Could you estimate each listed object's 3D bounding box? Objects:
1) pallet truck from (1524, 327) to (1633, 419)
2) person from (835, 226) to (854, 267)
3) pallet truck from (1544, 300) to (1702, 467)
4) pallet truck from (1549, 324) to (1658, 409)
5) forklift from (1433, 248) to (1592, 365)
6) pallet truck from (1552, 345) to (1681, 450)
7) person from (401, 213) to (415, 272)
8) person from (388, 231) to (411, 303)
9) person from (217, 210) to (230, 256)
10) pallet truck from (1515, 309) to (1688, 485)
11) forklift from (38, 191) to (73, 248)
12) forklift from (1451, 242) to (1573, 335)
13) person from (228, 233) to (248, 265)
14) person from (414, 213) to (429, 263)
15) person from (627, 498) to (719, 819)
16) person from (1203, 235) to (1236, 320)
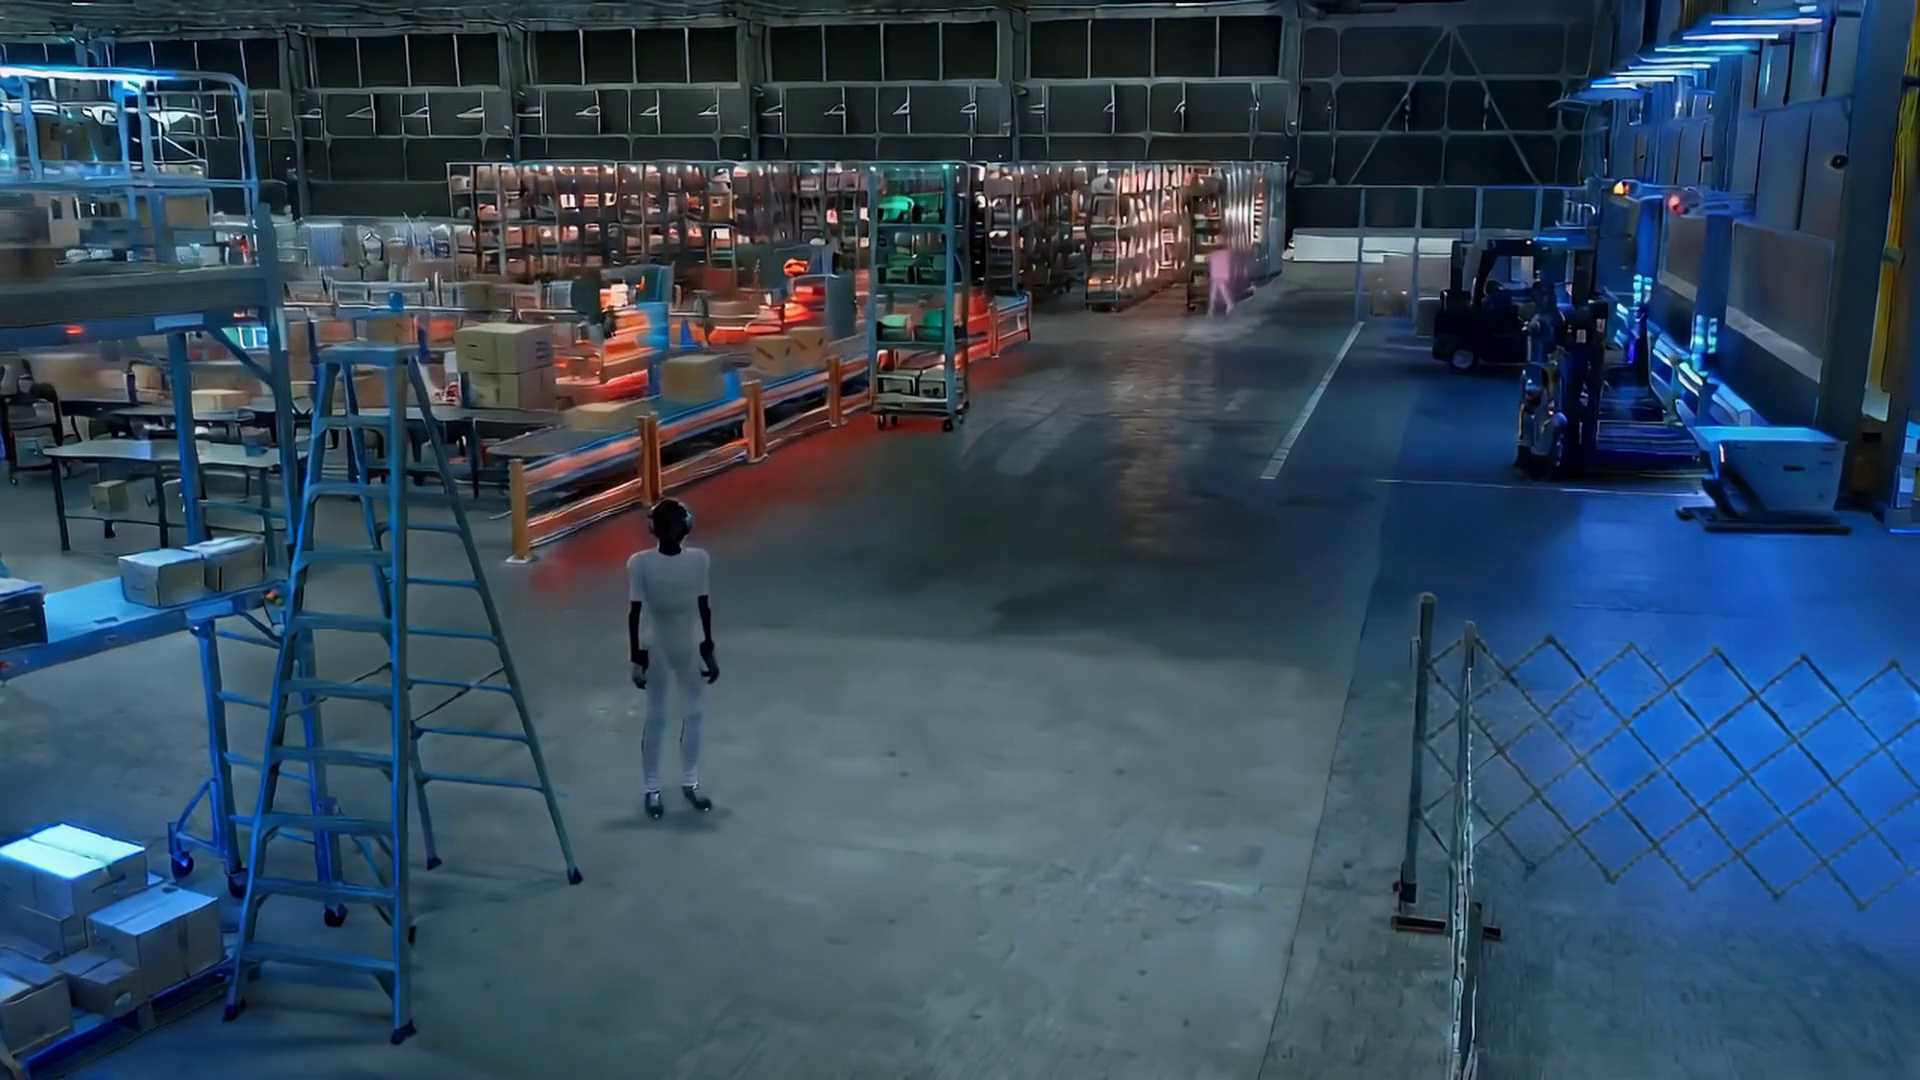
[{"bbox_3d":[9.065,-2.460,24.370,1.522,1.261,0.704,3,13,14],"label":"pallet truck"},{"bbox_3d":[-3.356,-8.046,47.403,0.587,1.786,0.816,3,13,14],"label":"person"},{"bbox_3d":[8.263,-1.952,20.631,1.885,1.965,0.823,5,14,20],"label":"pallet truck"},{"bbox_3d":[9.824,-2.669,25.407,1.601,1.201,0.680,4,14,16],"label":"pallet truck"},{"bbox_3d":[9.780,-4.111,29.280,2.680,1.987,1.157,3,13,14],"label":"forklift"},{"bbox_3d":[8.641,-1.896,21.908,1.630,1.274,0.653,4,14,16],"label":"pallet truck"},{"bbox_3d":[-18.160,-9.780,54.639,0.406,1.911,0.639,0,13,1],"label":"person"},{"bbox_3d":[-14.496,-7.074,43.085,0.565,1.845,0.387,-1,13,-4],"label":"person"},{"bbox_3d":[-28.095,-11.681,63.249,0.846,1.714,0.594,4,14,18],"label":"person"},{"bbox_3d":[7.554,-1.677,19.446,1.885,1.965,0.823,3,13,14],"label":"pallet truck"},{"bbox_3d":[-26.483,-8.943,48.904,1.873,2.768,1.129,4,14,15],"label":"forklift"},{"bbox_3d":[10.464,-4.597,31.405,2.680,1.987,1.157,4,14,16],"label":"forklift"},{"bbox_3d":[-19.193,-7.366,44.376,0.603,1.830,0.404,6,14,24],"label":"person"},{"bbox_3d":[-19.148,-10.730,59.129,0.485,1.735,0.346,-9,16,-33],"label":"person"},{"bbox_3d":[-1.649,0.672,9.590,0.516,1.865,0.329,-6,14,-25],"label":"person"},{"bbox_3d":[6.073,-6.089,38.601,0.973,1.958,0.623,-11,17,-41],"label":"person"}]
